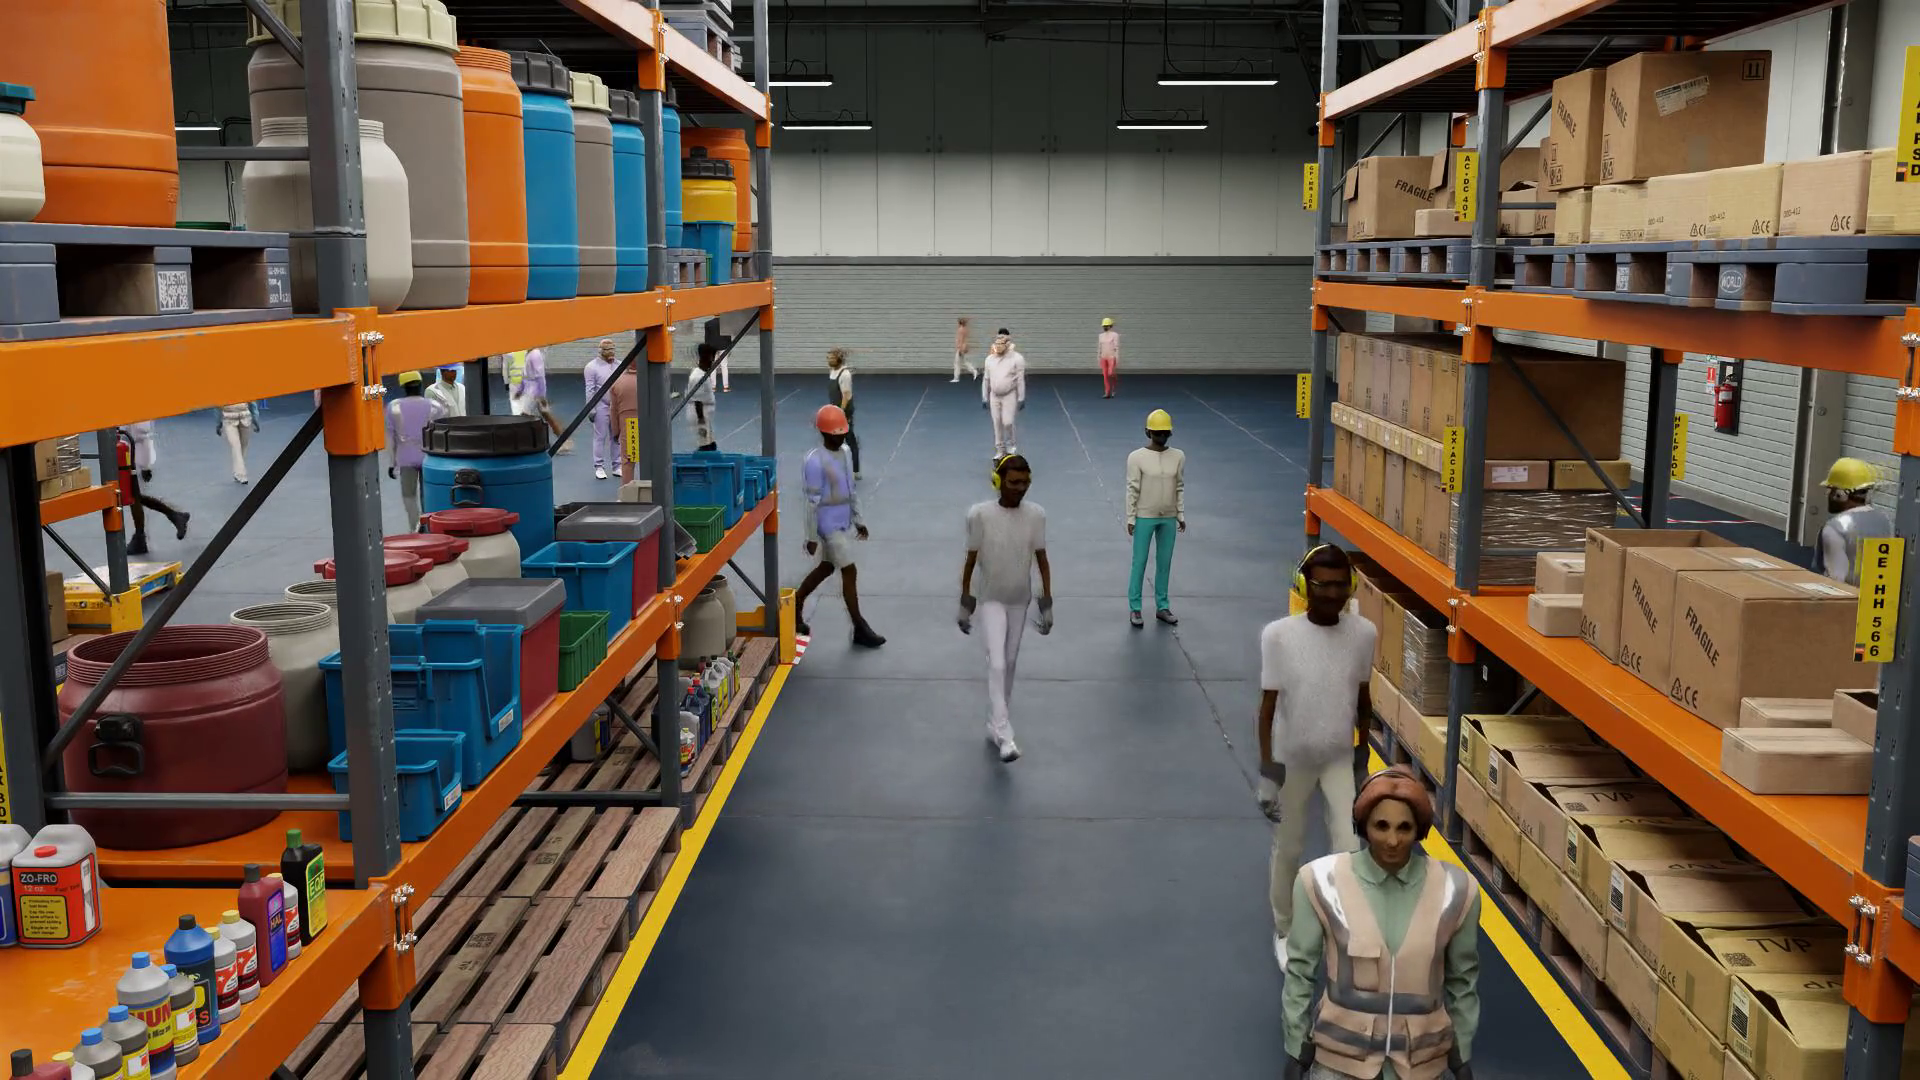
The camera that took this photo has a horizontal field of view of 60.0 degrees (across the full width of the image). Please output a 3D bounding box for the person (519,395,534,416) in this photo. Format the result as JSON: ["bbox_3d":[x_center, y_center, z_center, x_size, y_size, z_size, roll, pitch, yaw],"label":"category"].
[{"bbox_3d":[-8.038,-3.107,30.927,0.662,1.813,0.807,4,10,20],"label":"person"}]

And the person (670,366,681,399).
[{"bbox_3d":[-6.470,-4.010,35.793,0.973,2.000,0.694,8,12,40],"label":"person"}]

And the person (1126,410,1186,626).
[{"bbox_3d":[1.609,-0.184,13.570,0.533,1.767,0.326,-4,10,-21],"label":"person"}]

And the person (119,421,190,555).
[{"bbox_3d":[-8.338,-0.832,17.060,0.702,1.904,0.587,-8,13,-41],"label":"person"}]

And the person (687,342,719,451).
[{"bbox_3d":[-3.316,-1.542,21.173,0.567,1.943,0.648,0,9,-2],"label":"person"}]

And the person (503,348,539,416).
[{"bbox_3d":[-7.573,-2.745,28.744,0.636,1.832,0.433,-3,10,-18],"label":"person"}]

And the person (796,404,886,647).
[{"bbox_3d":[-1.052,-0.130,12.917,0.950,1.884,0.592,4,10,21],"label":"person"}]

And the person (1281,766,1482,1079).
[{"bbox_3d":[1.124,1.400,4.468,0.523,1.636,0.310,1,10,5],"label":"person"}]

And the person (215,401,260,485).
[{"bbox_3d":[-9.653,-1.548,22.242,0.533,1.588,0.853,-8,12,-38],"label":"person"}]

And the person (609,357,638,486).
[{"bbox_3d":[-3.844,-1.311,19.898,0.651,1.906,0.401,1,10,6],"label":"person"}]

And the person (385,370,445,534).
[{"bbox_3d":[-5.535,-0.821,16.990,0.594,1.899,0.706,-5,11,-26],"label":"person"}]

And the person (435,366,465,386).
[{"bbox_3d":[-7.776,-2.130,25.571,0.534,1.633,0.899,-2,10,-14],"label":"person"}]

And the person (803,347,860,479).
[{"bbox_3d":[-1.729,-1.701,22.539,0.898,1.802,0.539,-6,11,-33],"label":"person"}]

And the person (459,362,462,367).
[{"bbox_3d":[-11.851,-4.460,38.831,0.721,1.882,0.871,-9,13,-42],"label":"person"}]

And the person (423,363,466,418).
[{"bbox_3d":[-5.688,-1.111,18.575,0.394,1.945,0.618,5,11,27],"label":"person"}]

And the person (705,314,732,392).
[{"bbox_3d":[-5.532,-4.391,38.079,0.611,1.997,0.375,-1,10,-4],"label":"person"}]

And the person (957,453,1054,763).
[{"bbox_3d":[0.306,0.406,9.870,0.537,1.817,0.947,-3,10,-17],"label":"person"}]

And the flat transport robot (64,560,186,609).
[{"bbox_3d":[-7.452,0.388,14.738,0.652,0.197,1.431,-1,9,-4],"label":"flat transport robot"}]

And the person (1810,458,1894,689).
[{"bbox_3d":[5.293,0.391,10.061,0.597,1.780,0.931,-4,10,-24],"label":"person"}]

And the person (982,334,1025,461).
[{"bbox_3d":[0.629,-2.123,24.813,0.675,1.888,0.438,5,11,26],"label":"person"}]

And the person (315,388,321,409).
[{"bbox_3d":[-9.455,-2.104,25.148,0.534,1.737,0.790,-2,10,-13],"label":"person"}]

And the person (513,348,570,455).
[{"bbox_3d":[-6.516,-2.265,25.428,1.102,1.984,0.621,-2,10,-15],"label":"person"}]

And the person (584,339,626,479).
[{"bbox_3d":[-4.822,-1.804,22.853,0.651,1.906,0.409,-9,13,-44],"label":"person"}]

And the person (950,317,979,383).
[{"bbox_3d":[0.096,-4.682,40.939,0.658,1.615,0.526,3,10,17],"label":"person"}]

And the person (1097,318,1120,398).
[{"bbox_3d":[3.212,-3.963,36.224,0.558,1.751,0.360,8,12,40],"label":"person"}]

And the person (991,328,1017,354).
[{"bbox_3d":[0.861,-3.362,32.895,0.536,1.671,0.786,1,10,6],"label":"person"}]

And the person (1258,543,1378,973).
[{"bbox_3d":[1.440,0.933,6.669,0.526,1.841,0.831,-1,9,-3],"label":"person"}]
